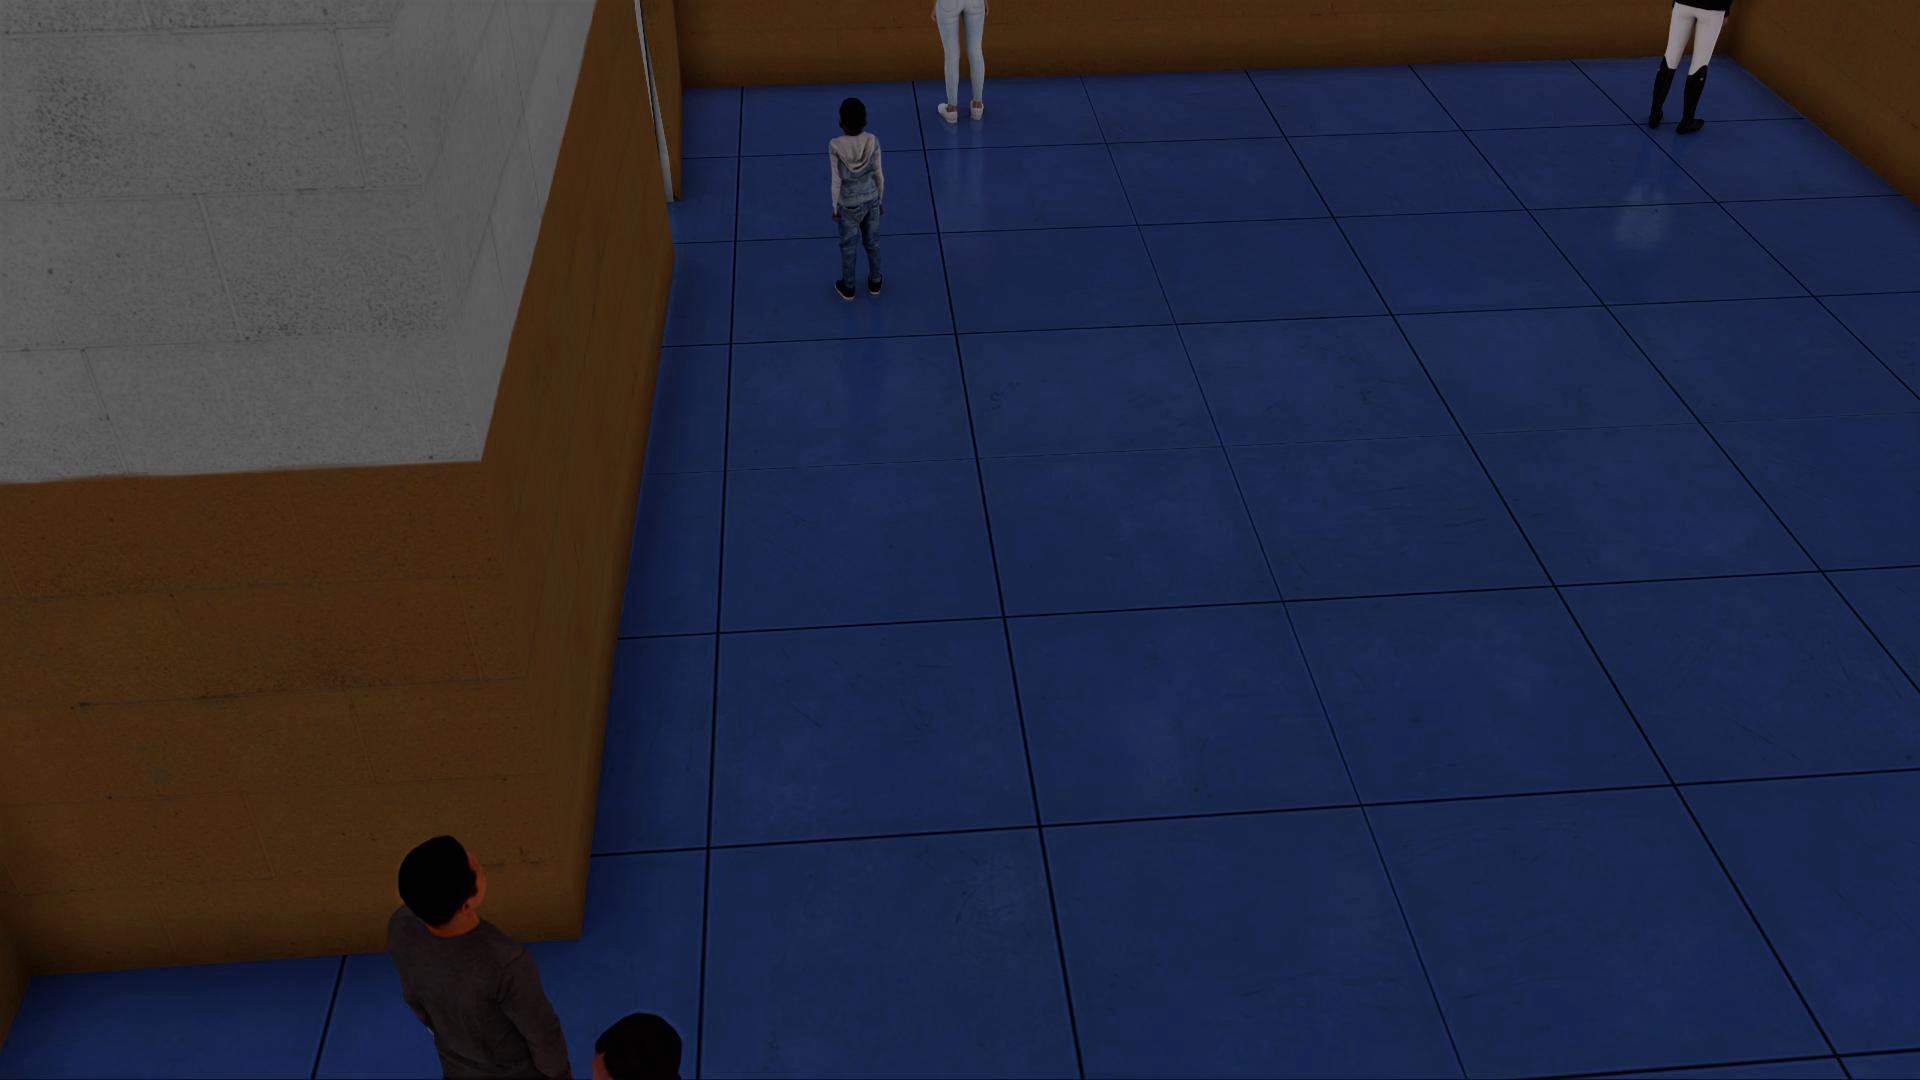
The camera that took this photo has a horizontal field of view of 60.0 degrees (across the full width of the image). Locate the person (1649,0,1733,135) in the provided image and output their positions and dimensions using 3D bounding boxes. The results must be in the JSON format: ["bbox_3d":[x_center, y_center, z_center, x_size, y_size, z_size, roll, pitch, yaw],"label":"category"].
[{"bbox_3d":[5.261,-3.765,11.838,0.668,1.729,0.727,27,45,32],"label":"person"}]

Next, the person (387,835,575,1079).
[{"bbox_3d":[-1.356,1.501,4.804,0.645,1.767,0.781,-12,38,-15],"label":"person"}]

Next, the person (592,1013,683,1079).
[{"bbox_3d":[-0.776,1.838,4.375,0.666,1.743,0.716,29,46,33],"label":"person"}]

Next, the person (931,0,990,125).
[{"bbox_3d":[0.003,-3.889,12.000,0.512,1.750,0.664,-8,38,-10],"label":"person"}]

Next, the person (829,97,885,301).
[{"bbox_3d":[-0.619,-2.040,9.944,0.491,1.261,0.586,-12,38,-15],"label":"person"}]
